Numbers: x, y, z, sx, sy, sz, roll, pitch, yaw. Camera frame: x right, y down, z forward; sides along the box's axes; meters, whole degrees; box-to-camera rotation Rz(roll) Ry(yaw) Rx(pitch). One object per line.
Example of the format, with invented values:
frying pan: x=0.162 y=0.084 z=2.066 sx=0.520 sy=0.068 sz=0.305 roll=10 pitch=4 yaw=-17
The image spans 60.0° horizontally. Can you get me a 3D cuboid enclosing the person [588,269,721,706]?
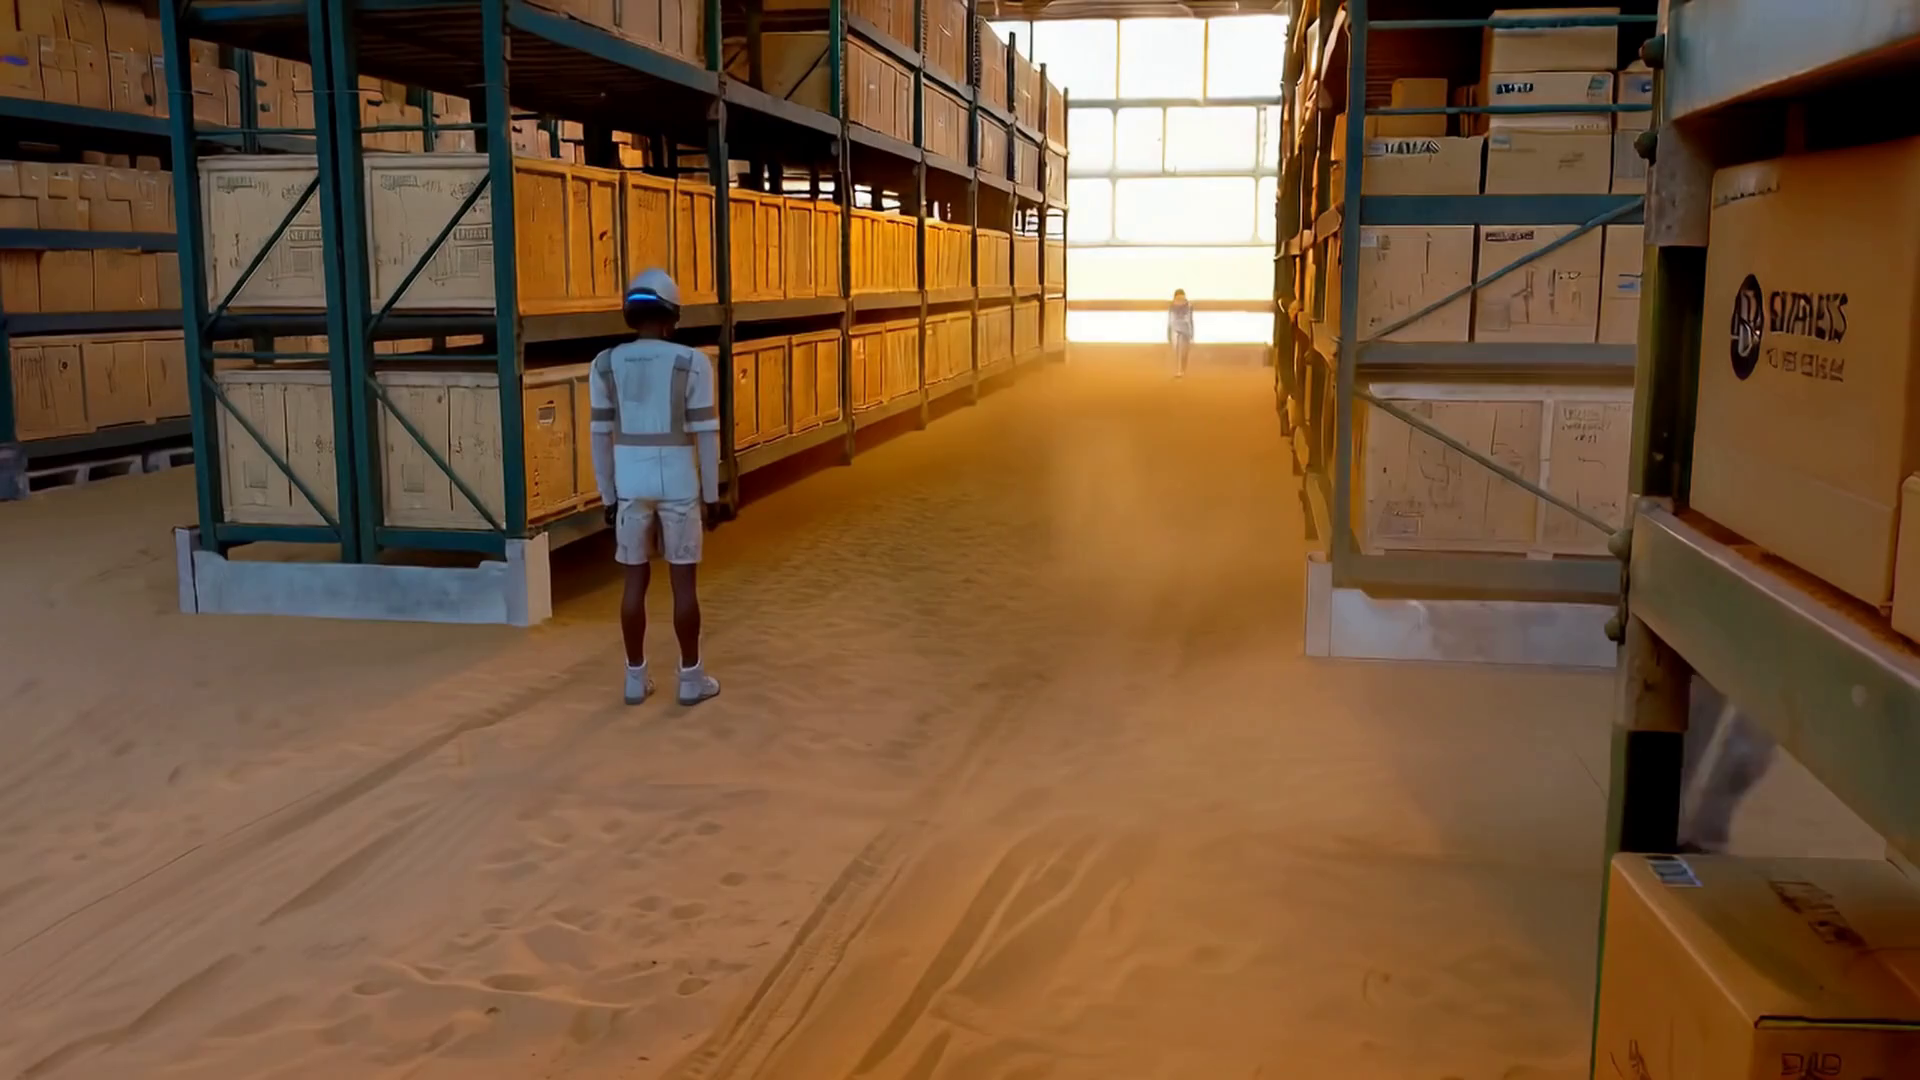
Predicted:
person: x=-1.406 y=-0.237 z=7.776 sx=0.605 sy=2.035 sz=0.394 roll=1 pitch=9 yaw=9

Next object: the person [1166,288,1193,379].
person: x=4.147 y=-3.903 z=31.458 sx=0.496 sy=1.725 sz=0.440 roll=1 pitch=9 yaw=8

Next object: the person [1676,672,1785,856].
person: x=2.536 y=0.208 z=5.473 sx=0.521 sy=1.888 sz=0.660 roll=3 pitch=10 yaw=18
